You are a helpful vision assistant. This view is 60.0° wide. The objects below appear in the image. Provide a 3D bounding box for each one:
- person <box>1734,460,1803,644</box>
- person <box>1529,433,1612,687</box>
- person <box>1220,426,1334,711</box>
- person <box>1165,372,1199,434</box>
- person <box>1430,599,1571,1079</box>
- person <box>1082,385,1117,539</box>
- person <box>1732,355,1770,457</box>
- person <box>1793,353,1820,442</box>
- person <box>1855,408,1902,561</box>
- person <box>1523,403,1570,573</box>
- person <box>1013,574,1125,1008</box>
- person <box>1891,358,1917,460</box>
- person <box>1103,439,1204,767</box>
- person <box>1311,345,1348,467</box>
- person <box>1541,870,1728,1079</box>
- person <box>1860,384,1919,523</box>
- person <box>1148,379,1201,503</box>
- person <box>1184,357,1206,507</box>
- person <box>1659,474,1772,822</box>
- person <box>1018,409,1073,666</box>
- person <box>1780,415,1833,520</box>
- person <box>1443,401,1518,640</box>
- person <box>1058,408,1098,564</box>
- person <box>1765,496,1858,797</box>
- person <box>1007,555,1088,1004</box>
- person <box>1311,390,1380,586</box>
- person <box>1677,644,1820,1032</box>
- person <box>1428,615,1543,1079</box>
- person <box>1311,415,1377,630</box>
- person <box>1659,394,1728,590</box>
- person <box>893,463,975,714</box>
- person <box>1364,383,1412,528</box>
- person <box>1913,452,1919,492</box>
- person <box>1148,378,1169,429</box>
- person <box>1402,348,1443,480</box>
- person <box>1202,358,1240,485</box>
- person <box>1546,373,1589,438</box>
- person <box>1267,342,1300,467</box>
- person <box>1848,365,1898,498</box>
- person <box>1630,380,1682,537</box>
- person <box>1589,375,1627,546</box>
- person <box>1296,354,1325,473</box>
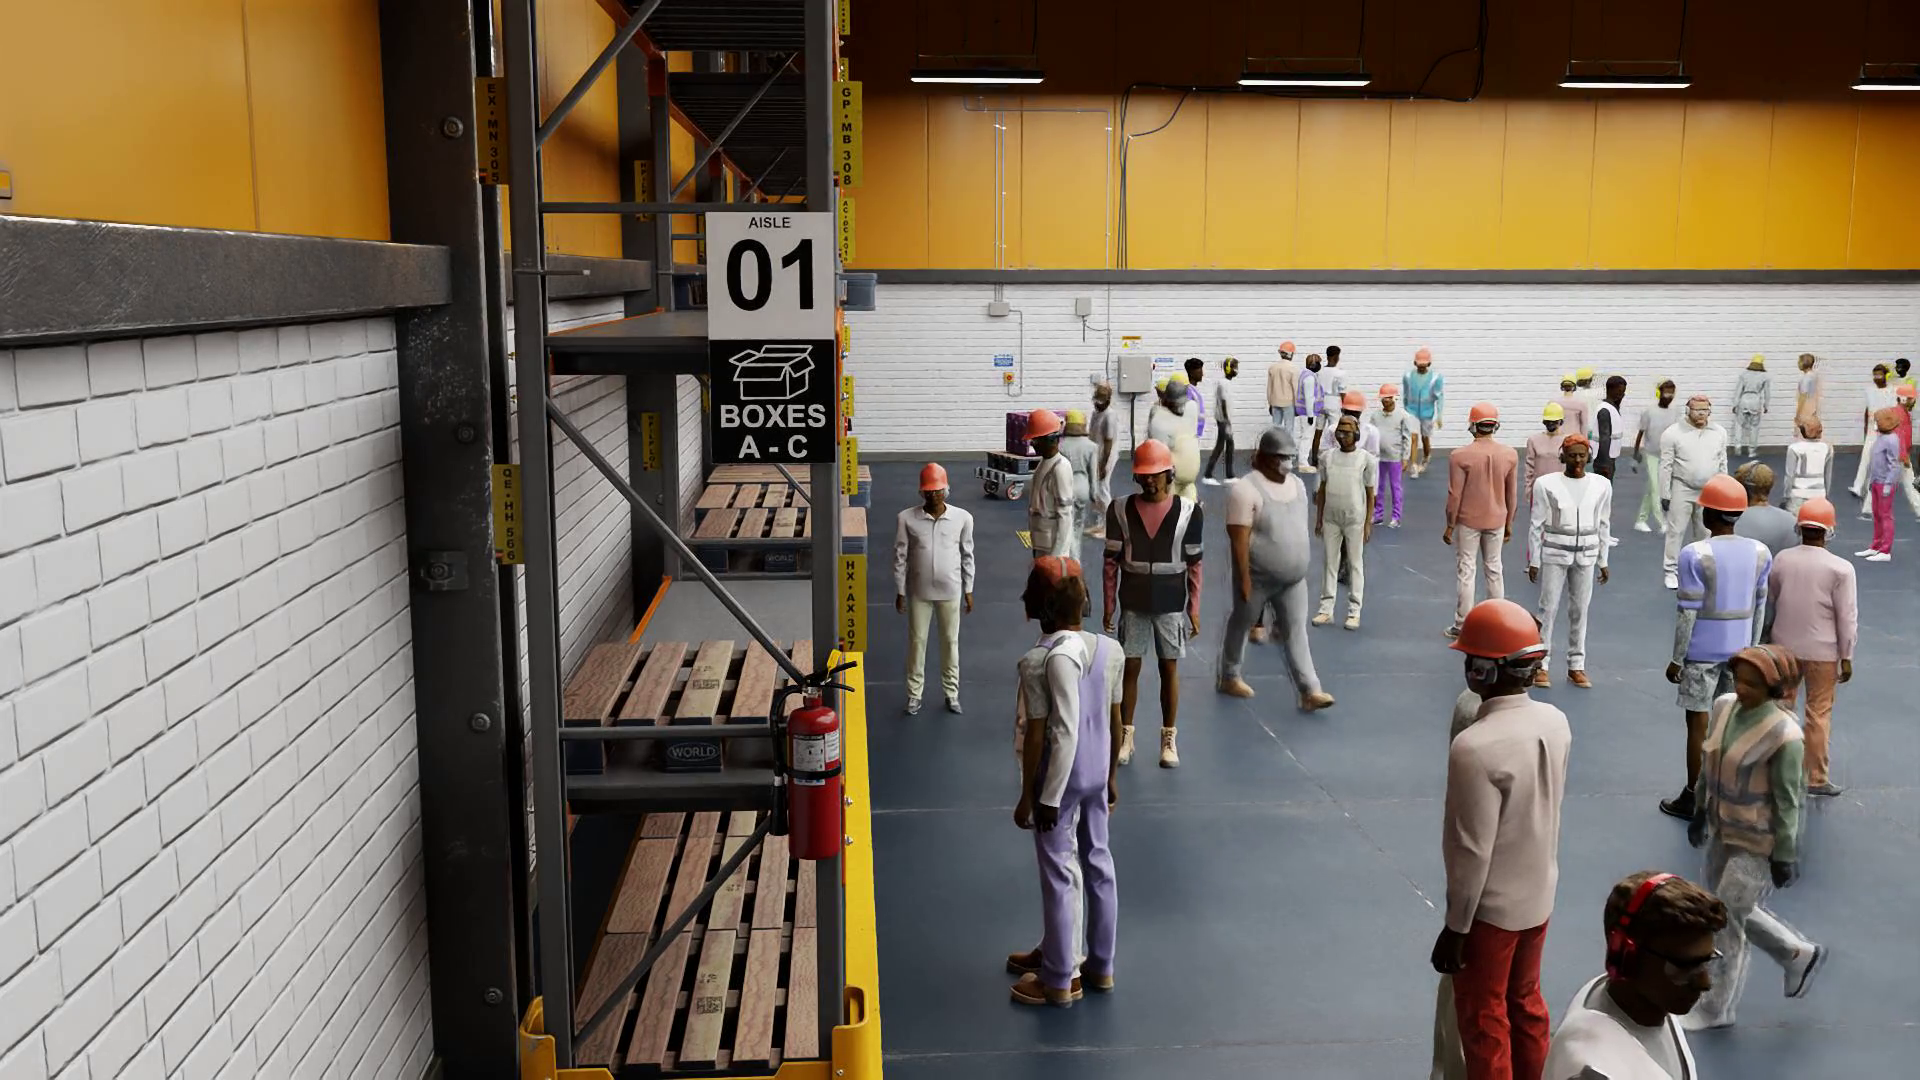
[{"bbox_3d":[4.712,0.492,9.947,0.635,1.937,0.354,-3,10,-20],"label":"person"},{"bbox_3d":[4.482,0.153,12.243,0.585,1.882,0.340,0,9,3],"label":"person"},{"bbox_3d":[2.192,0.168,11.664,0.696,2.000,1.044,-5,10,-28],"label":"person"},{"bbox_3d":[2.560,-1.004,19.420,0.405,1.916,0.585,7,11,36],"label":"person"},{"bbox_3d":[1.746,1.178,5.460,0.618,1.993,0.396,-8,12,-42],"label":"person"},{"bbox_3d":[1.624,-0.892,19.111,0.421,1.798,0.598,-4,10,-21],"label":"person"},{"bbox_3d":[13.146,-2.216,27.642,0.529,1.712,0.746,5,10,30],"label":"person"},{"bbox_3d":[13.085,-1.976,25.771,0.406,1.834,0.545,9,12,43],"label":"person"},{"bbox_3d":[9.808,-0.592,17.706,0.282,1.633,0.498,2,9,12],"label":"person"},{"bbox_3d":[5.968,-0.513,16.835,0.521,1.758,0.348,6,11,32],"label":"person"},{"bbox_3d":[0.450,1.024,6.929,0.506,1.836,0.349,-6,11,-32],"label":"person"},{"bbox_3d":[15.390,-2.128,27.188,0.322,1.691,0.534,-1,9,-5],"label":"person"},{"bbox_3d":[1.179,0.394,10.236,0.614,2.040,0.391,2,9,11],"label":"person"},{"bbox_3d":[5.744,-2.053,25.889,0.606,1.956,0.391,8,12,40],"label":"person"},{"bbox_3d":[1.348,1.569,3.490,0.376,1.838,0.572,5,10,29],"label":"person"},{"bbox_3d":[11.548,-1.049,20.349,0.564,1.705,0.890,-9,13,-44],"label":"person"},{"bbox_3d":[2.153,-0.694,17.076,0.661,2.000,0.692,7,11,36],"label":"person"},{"bbox_3d":[3.024,-1.404,21.760,0.367,1.967,0.603,2,9,14],"label":"person"},{"bbox_3d":[4.181,0.604,9.232,0.546,1.942,0.352,-2,9,-13],"label":"person"},{"bbox_3d":[0.653,0.028,12.567,0.389,2.034,0.605,-2,9,-12],"label":"person"},{"bbox_3d":[8.475,-0.427,16.659,0.523,1.637,0.310,-2,9,-12],"label":"person"},{"bbox_3d":[4.311,-0.151,13.808,0.622,1.994,0.381,-2,9,-11],"label":"person"},{"bbox_3d":[1.155,-0.463,16.703,0.498,1.704,0.799,-1,9,-8],"label":"person"},{"bbox_3d":[4.961,0.619,9.724,0.323,1.753,0.560,-6,11,-34],"label":"person"},{"bbox_3d":[0.382,0.991,6.981,0.355,1.885,0.576,0,9,0],"label":"person"},{"bbox_3d":[3.759,-0.504,16.280,0.613,1.916,0.588,5,10,29],"label":"person"},{"bbox_3d":[3.182,1.182,6.609,0.597,1.613,0.534,-1,9,-5],"label":"person"},{"bbox_3d":[1.890,1.160,5.972,0.313,1.869,0.528,2,9,10],"label":"person"},{"bbox_3d":[3.301,-0.154,14.296,0.505,1.847,0.344,6,11,32],"label":"person"},{"bbox_3d":[7.084,-0.460,16.066,0.636,1.899,0.404,0,9,1],"label":"person"},{"bbox_3d":[-0.178,0.336,11.504,0.572,1.750,0.330,-1,9,-4],"label":"person"},{"bbox_3d":[5.139,-1.018,20.007,0.342,1.749,0.569,-8,12,-42],"label":"person"},{"bbox_3d":[10.404,-0.675,17.570,0.538,1.844,0.504,2,9,13],"label":"person"},{"bbox_3d":[2.525,-1.126,20.651,0.324,1.767,0.533,-3,10,-21],"label":"person"},{"bbox_3d":[6.965,-1.914,25.008,0.625,1.979,1.028,4,10,22],"label":"person"},{"bbox_3d":[3.820,-1.697,24.103,0.712,1.859,0.553,3,10,19],"label":"person"},{"bbox_3d":[7.904,-1.286,21.677,0.523,1.761,0.326,4,10,25],"label":"person"},{"bbox_3d":[5.160,-2.153,26.416,0.401,1.984,0.611,-8,12,-40],"label":"person"},{"bbox_3d":[12.491,-1.471,22.659,0.947,1.820,0.499,-8,12,-40],"label":"person"},{"bbox_3d":[8.157,-0.938,19.326,0.508,1.807,0.977,-2,9,-10],"label":"person"},{"bbox_3d":[7.284,-0.898,18.756,0.391,1.914,0.587,4,10,25],"label":"person"},{"bbox_3d":[5.388,-1.944,25.594,0.430,1.836,0.628,1,9,9],"label":"person"}]
